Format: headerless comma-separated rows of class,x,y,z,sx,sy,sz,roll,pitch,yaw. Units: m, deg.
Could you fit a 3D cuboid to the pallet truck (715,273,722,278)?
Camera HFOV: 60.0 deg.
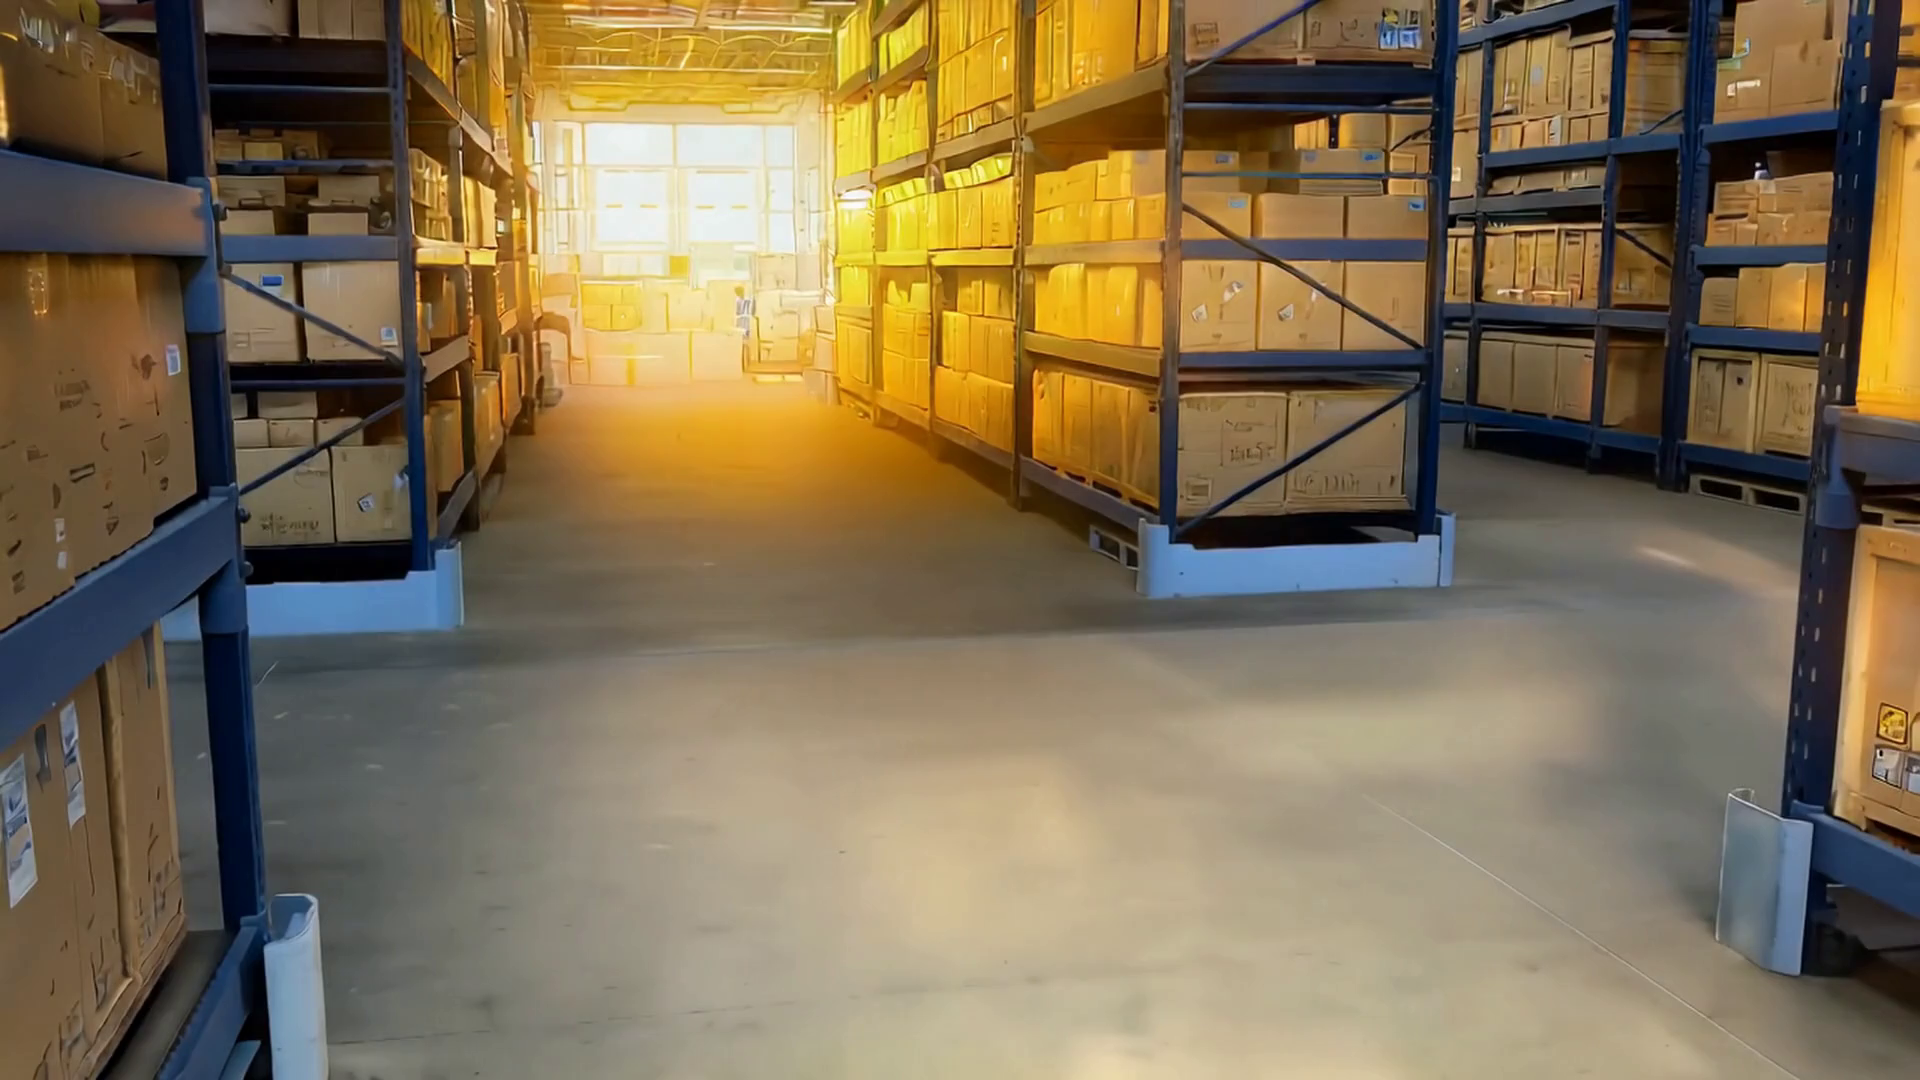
pallet truck,-8.580,-8.986,62.280,1.885,1.965,0.823,1,9,5

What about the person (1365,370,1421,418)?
person,4.873,-1.786,18.709,0.656,1.898,0.521,1,9,4

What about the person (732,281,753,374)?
person,-4.554,-4.438,34.740,0.379,1.937,0.547,-7,12,-38

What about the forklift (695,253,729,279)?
forklift,-6.529,-6.416,43.934,1.129,2.768,1.873,-2,10,-12
